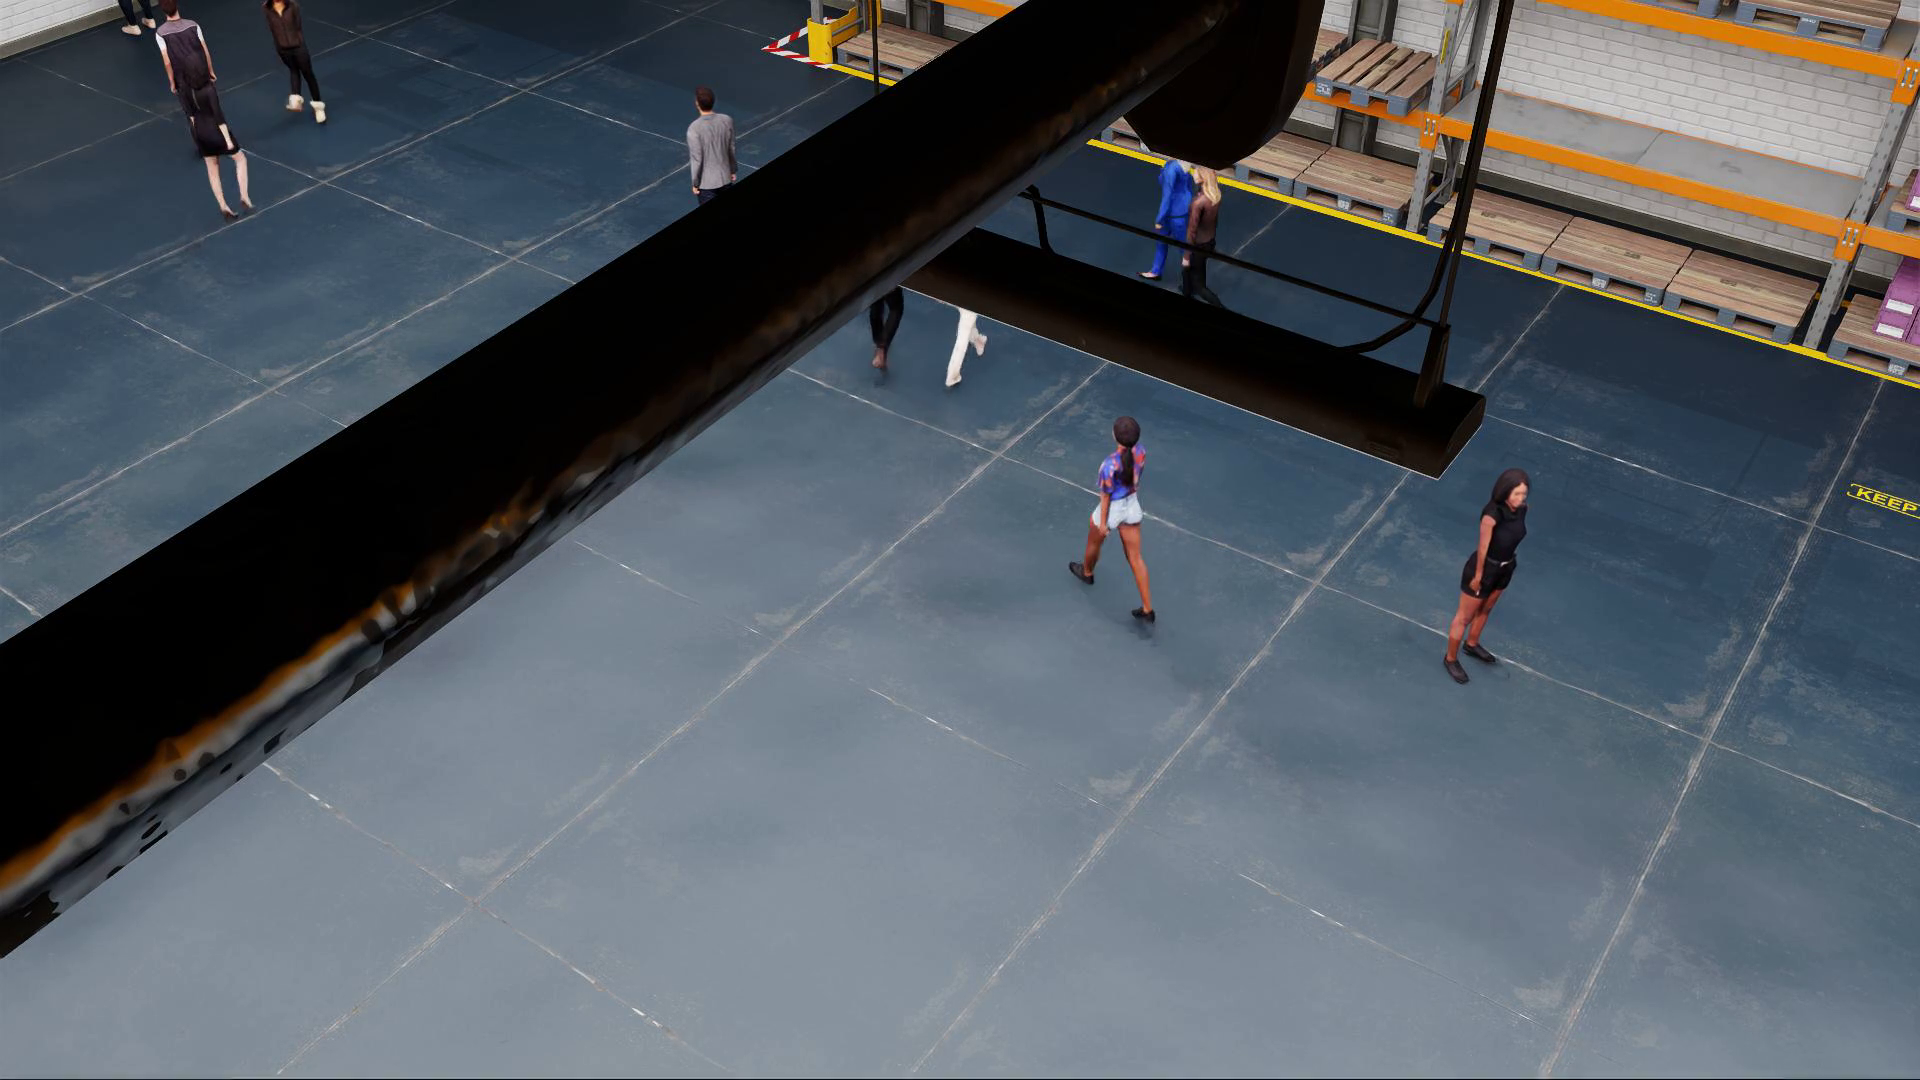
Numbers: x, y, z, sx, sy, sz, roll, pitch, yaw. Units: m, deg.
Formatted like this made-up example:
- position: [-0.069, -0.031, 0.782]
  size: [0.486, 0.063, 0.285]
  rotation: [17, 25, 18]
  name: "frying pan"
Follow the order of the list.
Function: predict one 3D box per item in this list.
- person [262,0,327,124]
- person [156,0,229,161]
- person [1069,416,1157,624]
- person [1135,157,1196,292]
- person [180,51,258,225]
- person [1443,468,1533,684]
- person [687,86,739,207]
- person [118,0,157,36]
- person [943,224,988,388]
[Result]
- position: [-7.702, -5.614, 19.132]
  size: [0.783, 1.660, 0.844]
  rotation: [-15, 41, -18]
  name: "person"
- position: [-8.482, -5.114, 18.356]
  size: [0.713, 1.846, 0.675]
  rotation: [-28, 46, -30]
  name: "person"
- position: [1.227, -0.131, 12.234]
  size: [0.895, 1.700, 1.260]
  rotation: [-23, 44, -26]
  name: "person"
- position: [2.192, -3.146, 16.034]
  size: [1.023, 1.669, 0.830]
  rotation: [13, 41, 16]
  name: "person"
- position: [-7.733, -4.085, 17.111]
  size: [0.669, 1.793, 0.773]
  rotation: [10, 40, 12]
  name: "person"
- position: [3.743, 0.218, 11.764]
  size: [0.665, 1.742, 0.629]
  rotation: [-26, 45, -29]
  name: "person"
- position: [-2.427, -3.566, 16.399]
  size: [0.741, 1.871, 0.670]
  rotation: [-29, 47, -31]
  name: "person"
- position: [-10.749, -7.393, 21.241]
  size: [0.598, 1.807, 0.643]
  rotation: [21, 43, 24]
  name: "person"
- position: [0.033, -2.149, 14.787]
  size: [1.131, 1.668, 0.905]
  rotation: [12, 40, 15]
  name: "person"
